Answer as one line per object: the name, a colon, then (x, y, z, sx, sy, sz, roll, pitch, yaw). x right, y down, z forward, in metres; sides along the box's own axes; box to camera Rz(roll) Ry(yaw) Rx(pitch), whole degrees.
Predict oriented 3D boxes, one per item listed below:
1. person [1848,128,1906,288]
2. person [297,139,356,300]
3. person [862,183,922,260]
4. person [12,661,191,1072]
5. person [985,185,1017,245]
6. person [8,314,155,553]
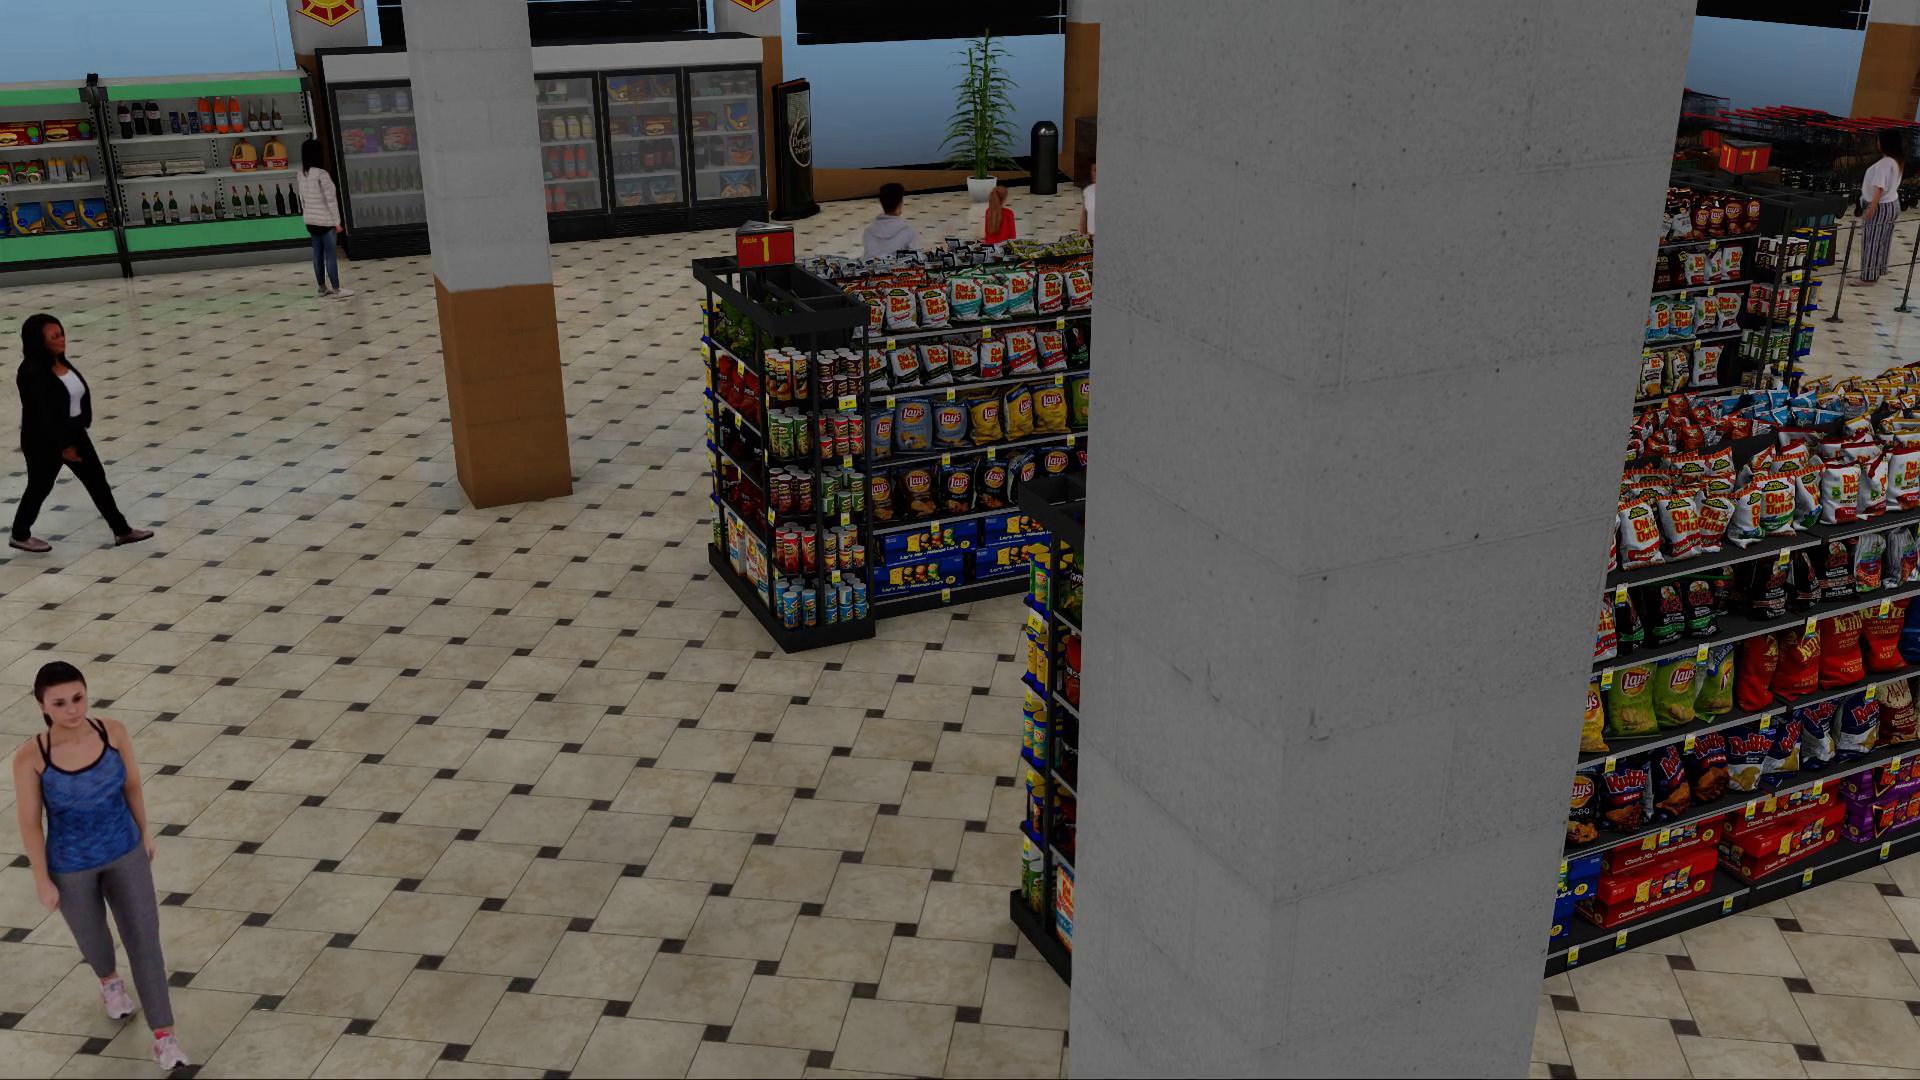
person: (9.902, -3.578, 17.875, 0.823, 1.680, 0.685, 20, 29, 40)
person: (-6.676, -3.351, 17.368, 0.706, 1.638, 0.740, 11, 24, 26)
person: (-0.571, -1.857, 13.294, 1.180, 1.903, 1.288, 10, 24, 23)
person: (-3.239, 1.176, 6.191, 1.021, 1.571, 0.807, -16, 27, -35)
person: (0.394, -2.946, 16.837, 0.576, 1.282, 0.621, 12, 25, 26)
person: (-5.889, -0.626, 10.672, 1.204, 1.573, 0.903, -2, 22, -5)
